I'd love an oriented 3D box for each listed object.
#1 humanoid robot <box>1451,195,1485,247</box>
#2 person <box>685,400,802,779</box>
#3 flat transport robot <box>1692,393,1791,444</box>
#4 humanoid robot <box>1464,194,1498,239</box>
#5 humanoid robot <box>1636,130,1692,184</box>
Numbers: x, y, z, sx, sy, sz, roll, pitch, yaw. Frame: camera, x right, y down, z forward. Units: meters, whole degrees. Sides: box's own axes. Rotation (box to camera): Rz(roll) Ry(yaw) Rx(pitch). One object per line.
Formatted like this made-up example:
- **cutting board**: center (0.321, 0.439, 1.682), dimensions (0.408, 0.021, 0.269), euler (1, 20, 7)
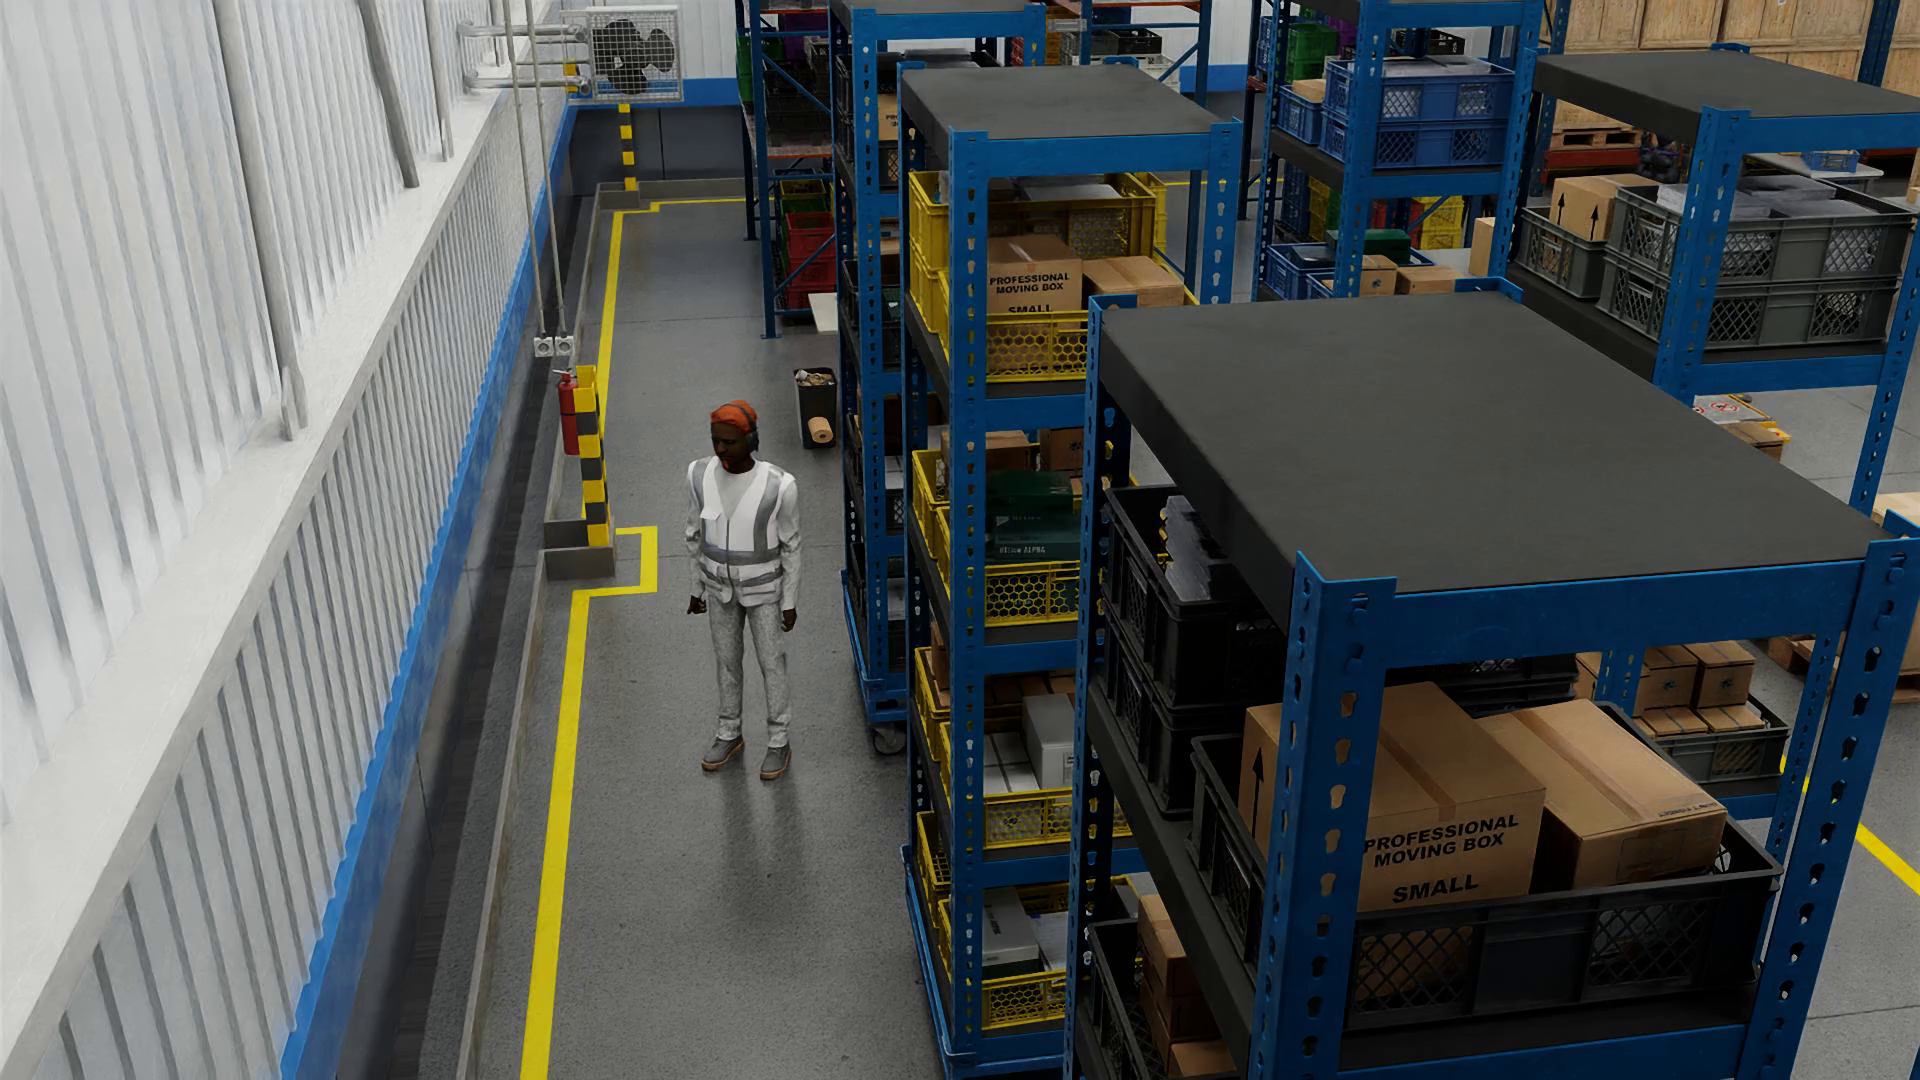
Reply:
- **humanoid robot**: center (5.147, -3.626, 16.492), dimensions (0.579, 1.651, 0.334), euler (-14, 28, -27)
- **person**: center (-1.022, 0.243, 7.840), dimensions (0.573, 1.882, 0.356), euler (7, 26, 16)
- **flat transport robot**: center (5.224, -0.859, 12.132), dimensions (1.431, 0.197, 0.652), euler (-4, 25, -8)
- **humanoid robot**: center (5.128, -3.452, 16.115), dimensions (0.323, 1.651, 0.570), euler (-8, 26, -17)
- **humanoid robot**: center (7.087, -3.769, 16.797), dimensions (0.360, 1.651, 0.570), euler (-18, 30, -33)
